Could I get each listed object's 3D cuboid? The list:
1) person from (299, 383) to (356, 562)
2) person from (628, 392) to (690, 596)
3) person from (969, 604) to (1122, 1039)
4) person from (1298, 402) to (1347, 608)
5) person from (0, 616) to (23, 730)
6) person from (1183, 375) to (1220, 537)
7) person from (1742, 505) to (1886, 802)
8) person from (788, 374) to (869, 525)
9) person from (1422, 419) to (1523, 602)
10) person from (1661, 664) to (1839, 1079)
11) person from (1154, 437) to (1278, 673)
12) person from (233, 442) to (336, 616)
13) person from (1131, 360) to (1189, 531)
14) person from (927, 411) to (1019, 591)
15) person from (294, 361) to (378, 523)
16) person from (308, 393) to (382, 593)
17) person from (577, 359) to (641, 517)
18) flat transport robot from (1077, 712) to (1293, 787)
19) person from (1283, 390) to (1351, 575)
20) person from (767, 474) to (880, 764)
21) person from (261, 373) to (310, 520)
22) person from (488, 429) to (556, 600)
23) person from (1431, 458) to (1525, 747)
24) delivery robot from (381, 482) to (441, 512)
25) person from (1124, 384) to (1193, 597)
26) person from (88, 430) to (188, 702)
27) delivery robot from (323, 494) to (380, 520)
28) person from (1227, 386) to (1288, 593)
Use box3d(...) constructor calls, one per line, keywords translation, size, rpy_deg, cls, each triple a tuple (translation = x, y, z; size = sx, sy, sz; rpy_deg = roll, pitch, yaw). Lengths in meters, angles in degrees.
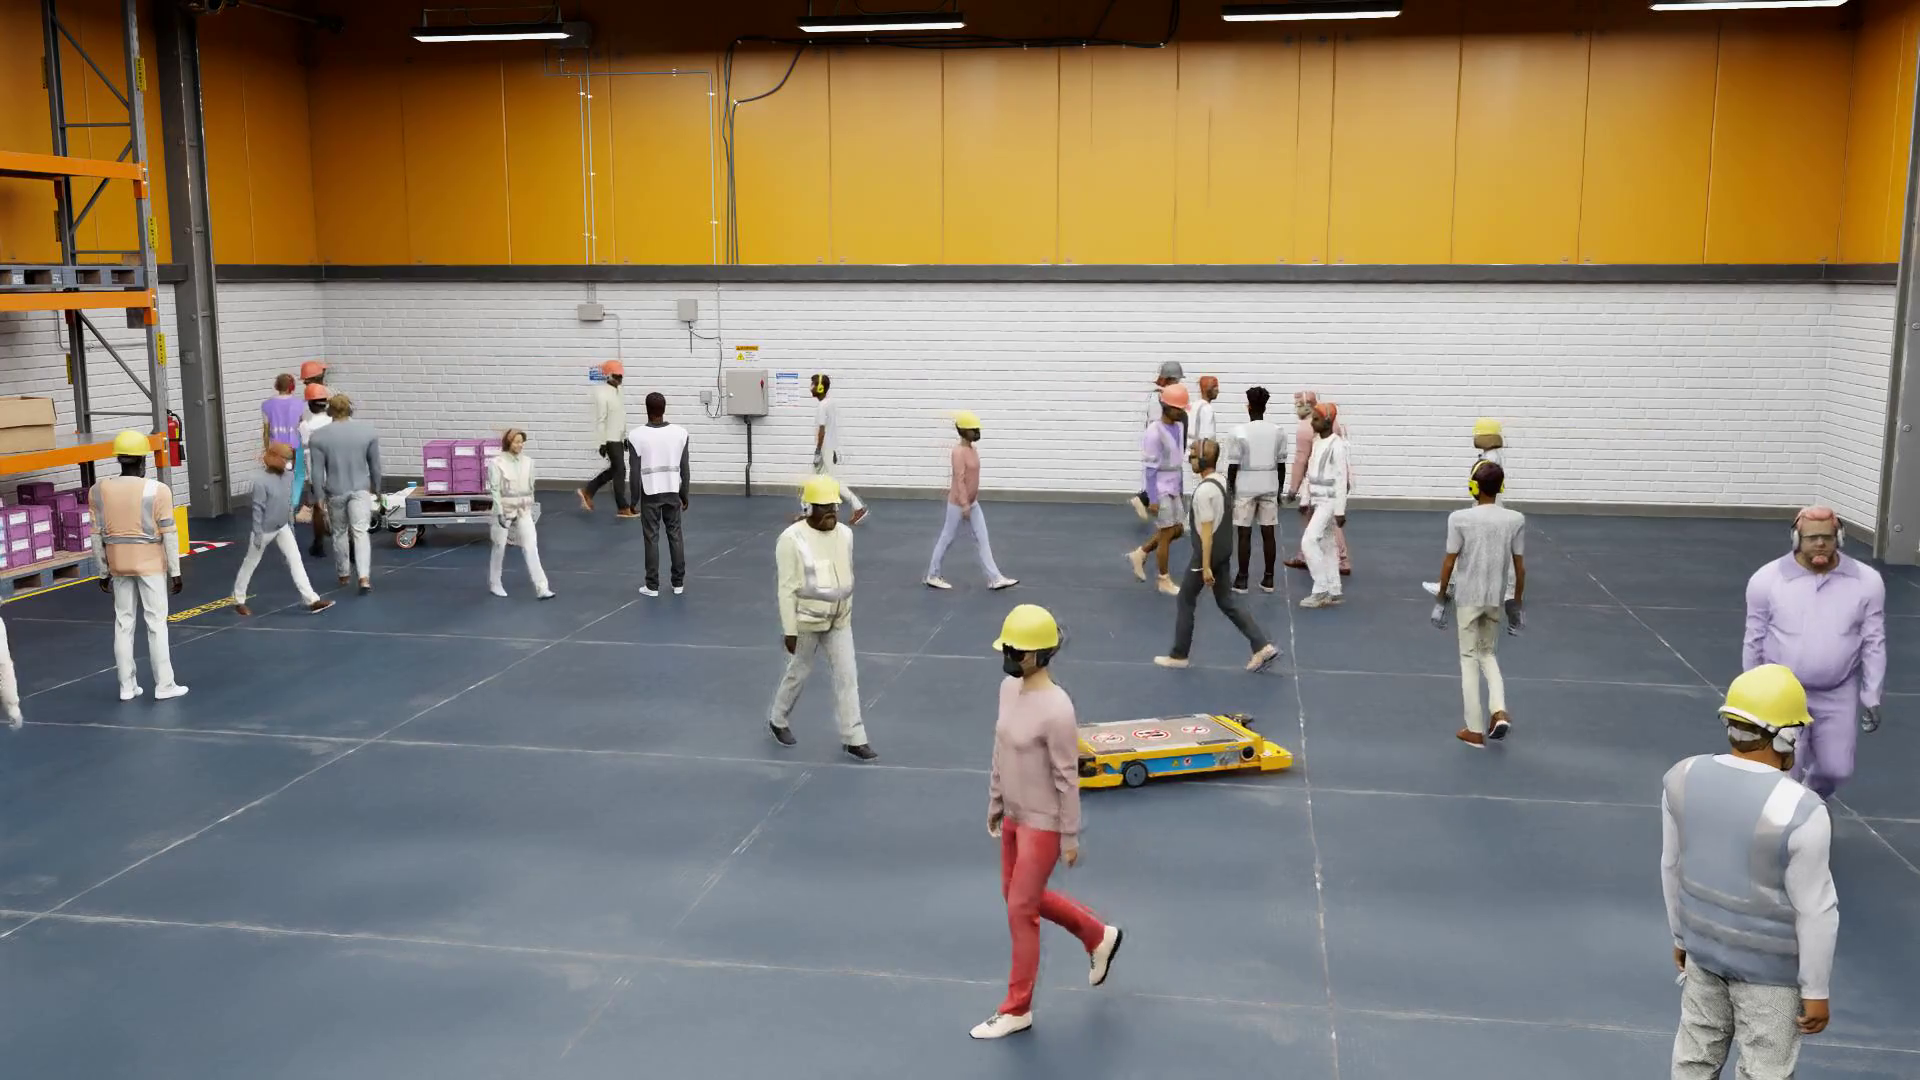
box3d(translation=(-6.615, -0.703, 17.449), size=(0.557, 1.891, 1.006), rpy_deg=(-8, 12, -42), cls="person")
box3d(translation=(-2.818, -0.430, 15.609), size=(0.593, 1.922, 0.392), rpy_deg=(-5, 10, -27), cls="person")
box3d(translation=(0.358, 1.097, 6.649), size=(0.667, 1.747, 0.523), rpy_deg=(-4, 10, -23), cls="person")
box3d(translation=(3.248, -0.312, 15.063), size=(0.592, 1.865, 0.582), rpy_deg=(0, 9, -3), cls="person")
box3d(translation=(-5.033, 0.899, 8.338), size=(0.504, 1.605, 0.757), rpy_deg=(-2, 9, -13), cls="person")
box3d(translation=(2.770, -0.939, 18.922), size=(0.399, 1.868, 0.571), rpy_deg=(-2, 9, -12), cls="person")
box3d(translation=(4.298, 0.743, 8.431), size=(0.641, 1.887, 0.695), rpy_deg=(3, 10, 17), cls="person")
box3d(translation=(-1.570, -1.085, 19.970), size=(0.945, 1.829, 0.528), rpy_deg=(0, 9, 2), cls="person")
box3d(translation=(4.781, -0.270, 15.299), size=(0.906, 1.689, 0.509), rpy_deg=(4, 10, 23), cls="person")
box3d(translation=(2.480, 1.289, 5.221), size=(0.404, 1.831, 0.588), rpy_deg=(-5, 10, -26), cls="person")
box3d(translation=(1.967, 0.123, 12.585), size=(0.922, 1.810, 0.525), rpy_deg=(6, 11, 32), cls="person")
box3d(translation=(-6.028, -0.091, 14.650), size=(0.986, 1.541, 0.513), rpy_deg=(3, 10, 19), cls="person")
box3d(translation=(2.370, -1.123, 19.537), size=(0.728, 2.000, 0.701), rpy_deg=(3, 10, 20), cls="person")
box3d(translation=(0.081, -0.359, 15.780), size=(0.931, 1.715, 0.541), rpy_deg=(4, 10, 23), cls="person")
box3d(translation=(-7.636, -1.186, 20.176), size=(1.087, 1.983, 0.628), rpy_deg=(-5, 10, -28), cls="person")
box3d(translation=(-5.836, -0.448, 15.851), size=(0.646, 1.898, 1.032), rpy_deg=(-4, 10, -22), cls="person")
box3d(translation=(-4.380, -1.267, 20.629), size=(0.800, 1.973, 0.613), rpy_deg=(1, 9, 9), cls="person")
box3d(translation=(1.239, 1.270, 10.163), size=(1.431, 0.197, 0.652), rpy_deg=(-3, 10, -18), cls="flat transport robot")
box3d(translation=(3.580, -0.575, 16.743), size=(0.869, 1.842, 0.655), rpy_deg=(7, 11, 36), cls="person")
box3d(translation=(-0.898, 0.469, 10.436), size=(0.606, 1.794, 0.896), rpy_deg=(-8, 12, -40), cls="person")
box3d(translation=(-8.123, -1.106, 20.096), size=(0.571, 1.823, 0.773), rpy_deg=(-1, 9, -7), cls="person")
box3d(translation=(-4.122, -0.231, 15.398), size=(0.512, 1.593, 0.849), rpy_deg=(-9, 13, -44), cls="person")
box3d(translation=(3.295, 0.404, 10.642), size=(0.522, 1.856, 0.391), rpy_deg=(-2, 9, -10), cls="person")
box3d(translation=(-6.454, -0.445, 19.638), size=(0.707, 0.478, 0.477), rpy_deg=(-4, 10, -26), cls="delivery robot")
box3d(translation=(1.868, -0.464, 15.553), size=(0.693, 2.004, 0.674), rpy_deg=(6, 11, 35), cls="person")
box3d(translation=(-5.801, 0.188, 11.752), size=(0.594, 1.926, 0.367), rpy_deg=(0, 9, -1), cls="person")
box3d(translation=(-7.134, -0.399, 19.352), size=(0.707, 0.478, 0.477), rpy_deg=(-4, 10, -24), cls="delivery robot")
box3d(translation=(2.793, -0.473, 15.738), size=(0.607, 1.966, 0.367), rpy_deg=(-2, 9, -12), cls="person")
